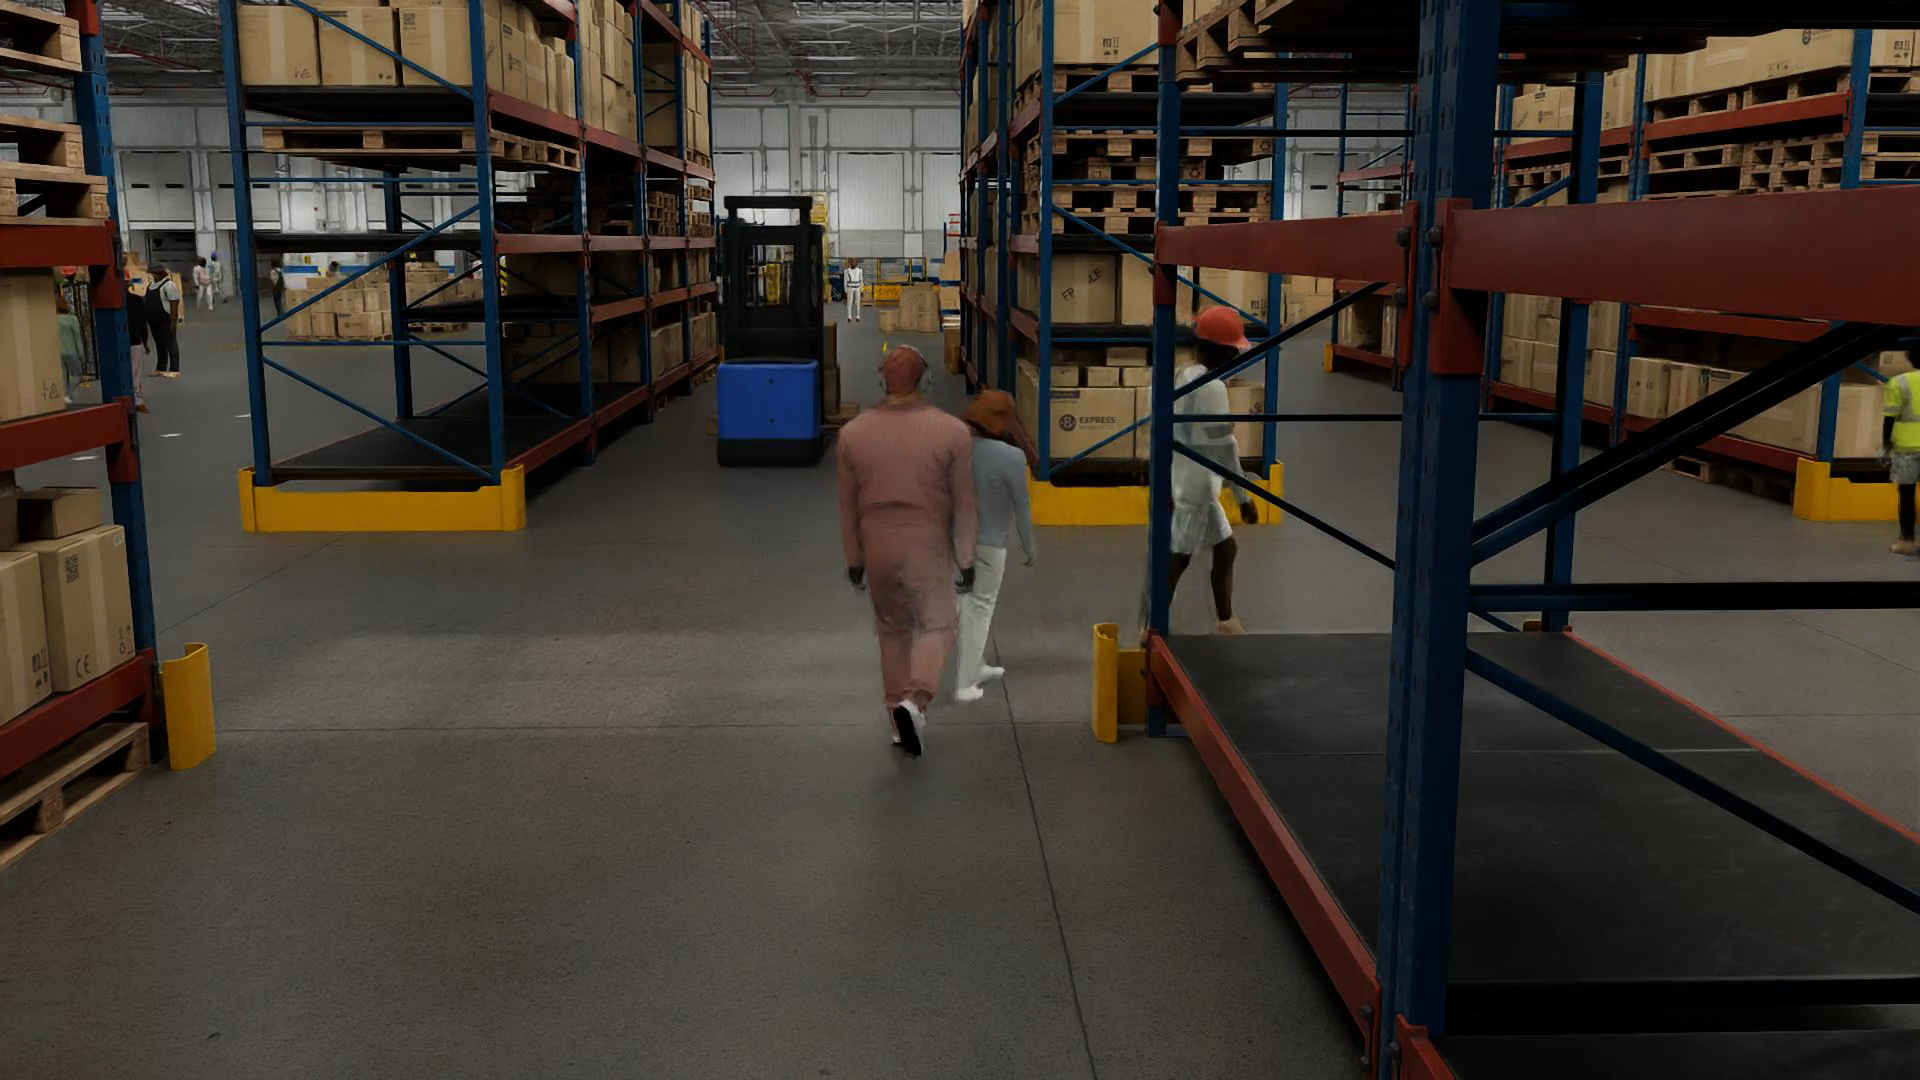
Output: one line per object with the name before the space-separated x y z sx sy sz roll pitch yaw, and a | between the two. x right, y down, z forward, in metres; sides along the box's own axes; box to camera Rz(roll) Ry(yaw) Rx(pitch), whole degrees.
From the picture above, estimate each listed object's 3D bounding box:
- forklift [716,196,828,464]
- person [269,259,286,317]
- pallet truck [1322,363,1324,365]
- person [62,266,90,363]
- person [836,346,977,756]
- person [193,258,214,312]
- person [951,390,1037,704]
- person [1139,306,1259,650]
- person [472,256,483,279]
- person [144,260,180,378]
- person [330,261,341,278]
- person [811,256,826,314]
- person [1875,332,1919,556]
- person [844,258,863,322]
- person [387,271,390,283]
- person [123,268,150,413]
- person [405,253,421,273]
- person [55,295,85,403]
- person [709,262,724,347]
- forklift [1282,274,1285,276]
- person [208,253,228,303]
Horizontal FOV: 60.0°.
forklift | -2.030 -2.292 17.889 1.129 2.768 1.873 0 10 -2
person | -20.311 -7.429 49.440 0.510 1.825 0.556 5 11 24
pallet truck | 7.712 -4.157 30.737 1.885 1.965 0.823 3 11 16
person | -17.136 -4.373 32.179 0.634 1.909 0.528 -1 10 -6
person | -0.254 0.066 7.551 0.647 1.882 0.628 3 11 17
person | -25.243 -8.496 55.442 0.621 1.811 0.851 -10 14 -43
person | 0.141 0.020 8.574 0.557 1.595 0.644 7 12 34
person | 1.416 -0.283 9.162 0.939 1.986 0.623 0 10 -3
person | -16.748 -9.016 57.971 0.371 1.940 0.627 -9 14 -42
person | -13.825 -3.822 28.751 0.680 2.000 0.536 6 12 32
person | -17.039 -6.754 45.692 0.770 1.837 0.538 -7 12 -34
person | -4.438 -7.871 51.728 0.617 1.880 0.945 -9 13 -40
person | 7.114 -0.693 12.312 0.567 1.702 0.395 3 11 16
person | -3.107 -7.289 48.540 0.568 1.878 0.350 -4 11 -23
person | -18.761 -8.394 55.217 0.321 1.687 0.534 9 14 42
person | -11.353 -2.702 22.637 0.378 1.996 0.611 9 14 41
person | -20.362 -9.738 62.015 0.592 1.930 0.356 -4 11 -20
person | -12.236 -2.533 22.727 0.518 1.615 0.357 -1 10 -3
person | -5.379 -5.220 36.925 0.456 1.903 0.626 4 11 22
forklift | 12.154 -10.737 64.933 1.129 2.768 1.873 0 10 -2
person | -28.233 -9.938 63.208 0.972 1.910 0.627 7 12 33
